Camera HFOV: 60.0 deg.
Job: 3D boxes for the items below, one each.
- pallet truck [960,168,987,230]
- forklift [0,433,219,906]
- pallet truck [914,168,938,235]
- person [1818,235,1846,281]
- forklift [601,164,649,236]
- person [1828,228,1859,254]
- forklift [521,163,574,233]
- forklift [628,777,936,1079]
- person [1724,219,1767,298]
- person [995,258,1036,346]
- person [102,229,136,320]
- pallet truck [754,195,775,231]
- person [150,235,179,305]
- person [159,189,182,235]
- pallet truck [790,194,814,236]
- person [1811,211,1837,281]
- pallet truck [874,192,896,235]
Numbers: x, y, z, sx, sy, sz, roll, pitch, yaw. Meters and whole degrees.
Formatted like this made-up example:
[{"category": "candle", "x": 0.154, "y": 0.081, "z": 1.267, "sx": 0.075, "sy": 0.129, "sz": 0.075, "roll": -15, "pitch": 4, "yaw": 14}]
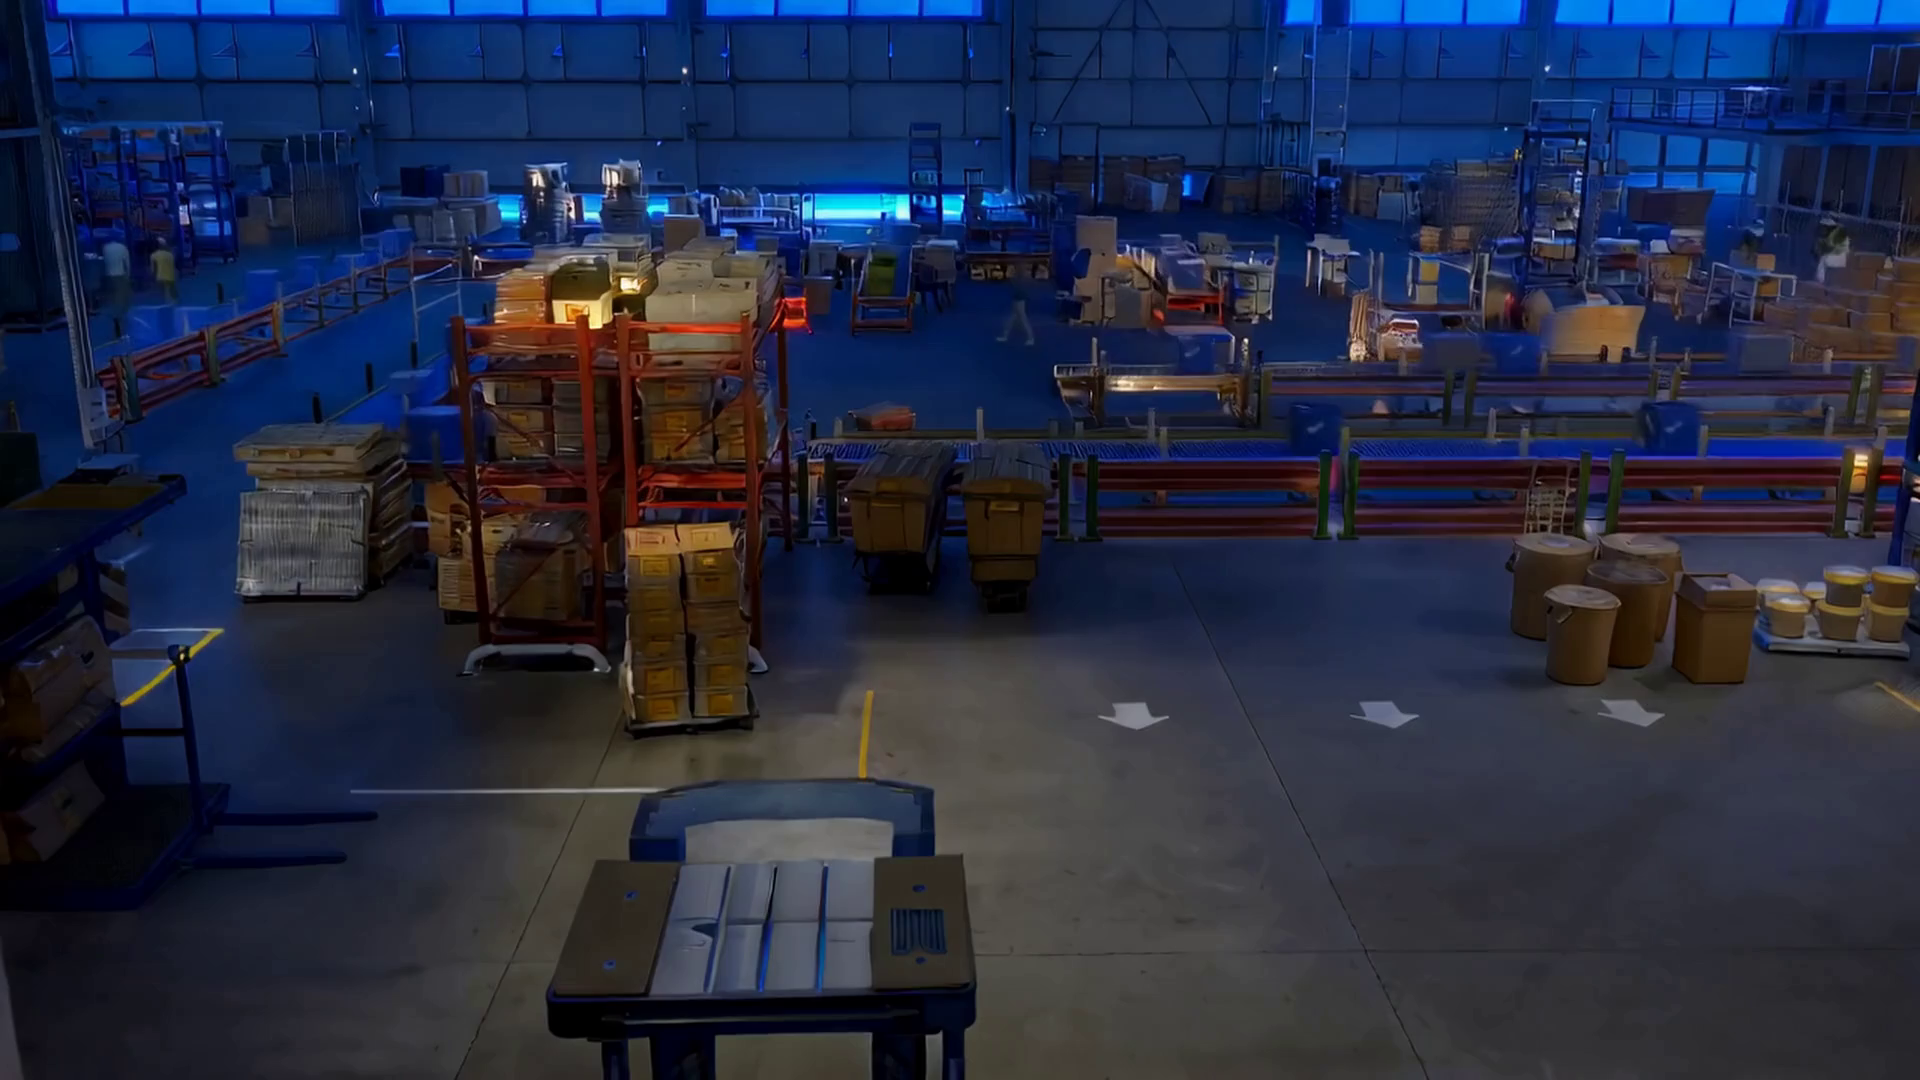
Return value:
[{"category": "pallet truck", "x": 0.383, "y": -10.230, "z": 50.206, "sx": 0.823, "sy": 1.965, "sz": 1.885, "roll": -1, "pitch": 16, "yaw": -3}, {"category": "forklift", "x": -5.952, "y": 0.780, "z": 10.366, "sx": 1.873, "sy": 2.768, "sz": 1.129, "roll": 0, "pitch": 16, "yaw": -1}, {"category": "pallet truck", "x": -0.989, "y": -10.316, "z": 50.507, "sx": 0.823, "sy": 1.965, "sz": 1.885, "roll": 1, "pitch": 16, "yaw": 3}, {"category": "person", "x": 16.419, "y": -4.738, "z": 31.206, "sx": 0.611, "sy": 1.959, "sz": 0.994, "roll": 12, "pitch": 20, "yaw": 36}, {"category": "forklift", "x": -9.948, "y": -10.127, "z": 49.296, "sx": 1.157, "sy": 1.987, "sz": 2.680, "roll": -1, "pitch": 16, "yaw": -3}, {"category": "person", "x": 17.489, "y": -5.245, "z": 33.044, "sx": 0.571, "sy": 1.908, "sz": 0.584, "roll": 6, "pitch": 17, "yaw": 18}, {"category": "forklift", "x": -12.233, "y": -10.122, "z": 49.298, "sx": 1.157, "sy": 1.987, "sz": 2.680, "roll": 0, "pitch": 16, "yaw": -1}, {"category": "forklift", "x": -0.542, "y": 2.165, "z": 5.552, "sx": 1.129, "sy": 2.768, "sz": 1.873, "roll": -1, "pitch": 16, "yaw": -2}, {"category": "person", "x": 17.251, "y": -6.151, "z": 36.416, "sx": 0.622, "sy": 1.794, "sz": 0.713, "roll": 1, "pitch": 16, "yaw": 2}, {"category": "person", "x": 1.044, "y": -4.374, "z": 30.582, "sx": 0.859, "sy": 1.586, "sz": 0.501, "roll": 6, "pitch": 17, "yaw": 20}, {"category": "person", "x": -16.924, "y": -5.338, "z": 33.509, "sx": 0.563, "sy": 1.830, "sz": 0.462, "roll": 2, "pitch": 16, "yaw": 6}, {"category": "pallet truck", "x": -6.051, "y": -9.967, "z": 50.660, "sx": 0.680, "sy": 1.201, "sz": 1.601, "roll": 0, "pitch": 16, "yaw": -1}, {"category": "person", "x": -15.831, "y": -5.163, "z": 33.029, "sx": 0.537, "sy": 1.747, "sz": 0.606, "roll": 5, "pitch": 17, "yaw": 16}, {"category": "person", "x": -22.572, "y": -9.468, "z": 47.618, "sx": 0.610, "sy": 1.956, "sz": 0.888, "roll": -8, "pitch": 18, "yaw": -26}, {"category": "pallet truck", "x": -4.814, "y": -9.883, "z": 50.259, "sx": 0.704, "sy": 1.261, "sz": 1.522, "roll": -1, "pitch": 16, "yaw": -3}, {"category": "person", "x": 20.160, "y": -6.788, "z": 38.740, "sx": 0.496, "sy": 1.719, "sz": 0.788, "roll": 0, "pitch": 16, "yaw": 0}, {"category": "pallet truck", "x": -2.277, "y": -9.986, "z": 50.594, "sx": 0.653, "sy": 1.274, "sz": 1.630, "roll": 0, "pitch": 16, "yaw": -1}]
